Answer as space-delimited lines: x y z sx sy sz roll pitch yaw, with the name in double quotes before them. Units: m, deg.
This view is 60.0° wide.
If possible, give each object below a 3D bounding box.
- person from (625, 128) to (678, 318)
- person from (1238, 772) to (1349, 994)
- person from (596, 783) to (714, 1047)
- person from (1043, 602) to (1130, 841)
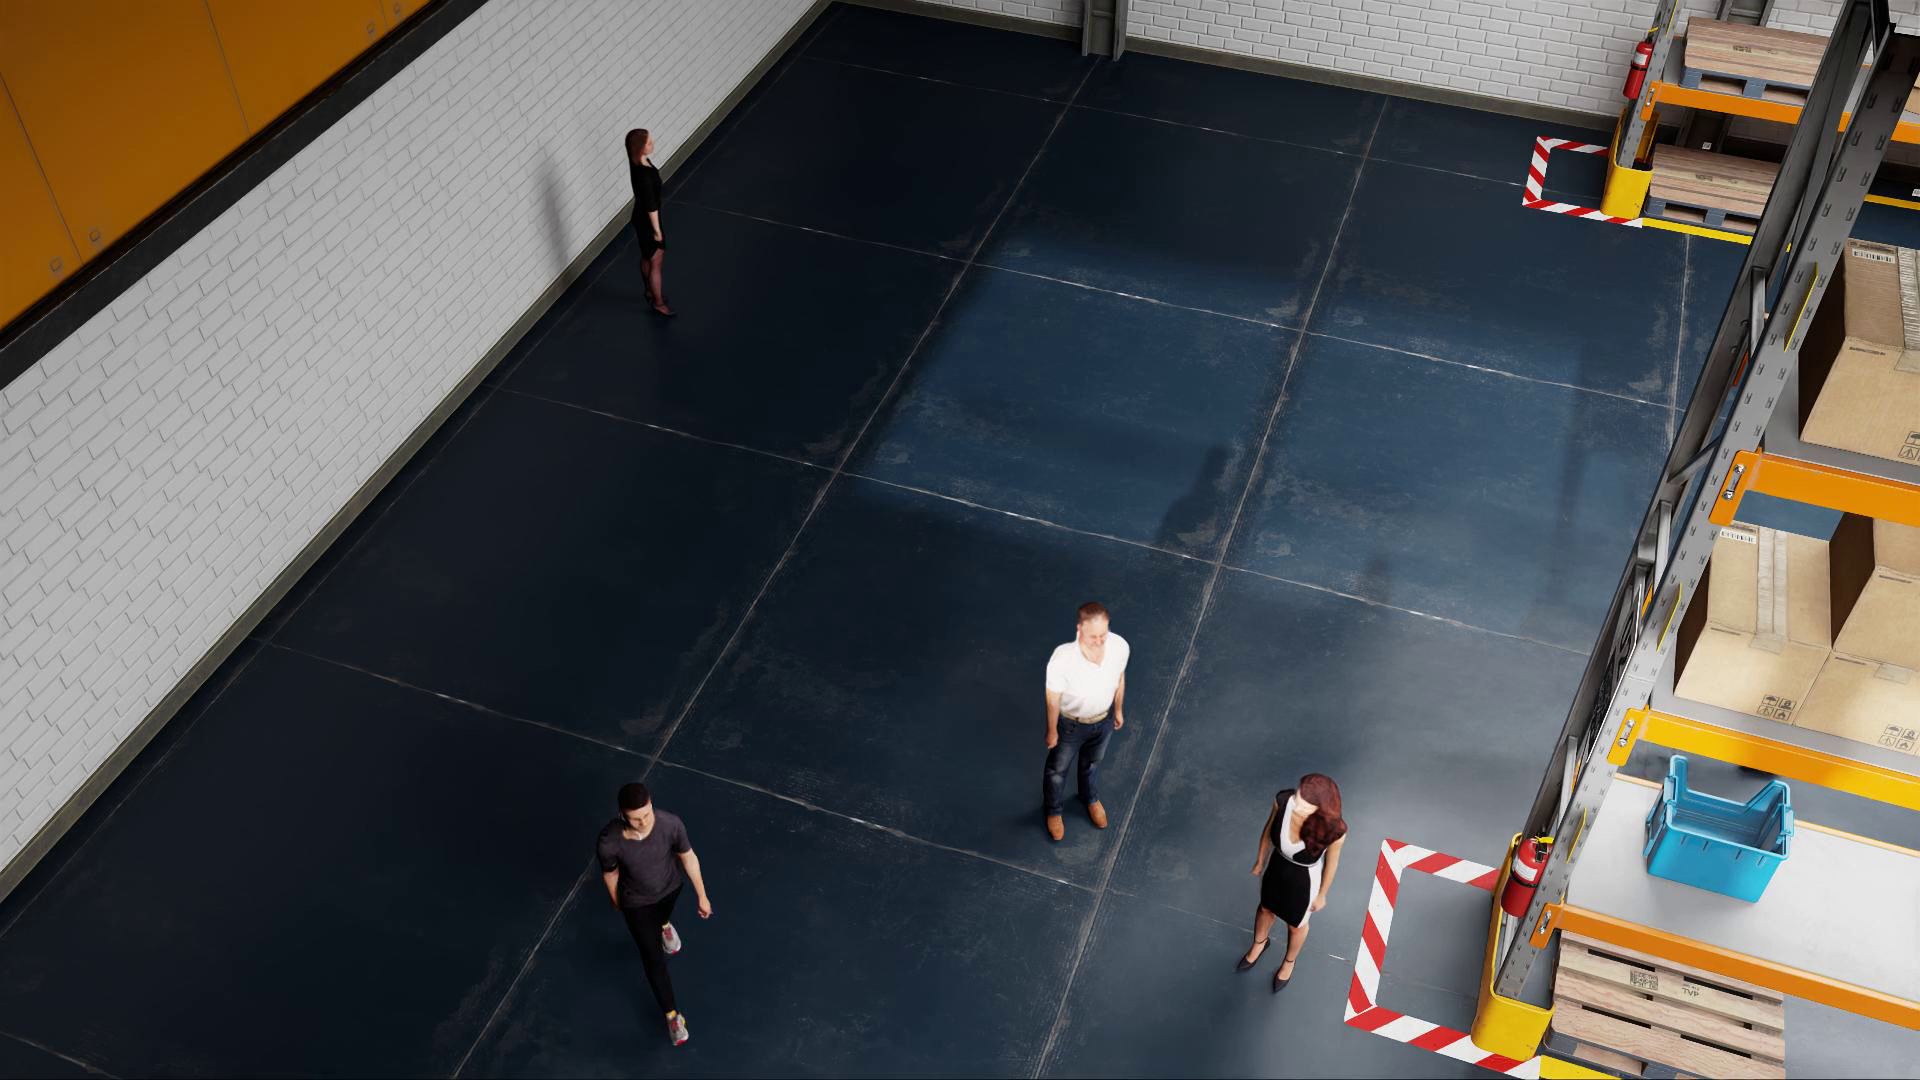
"person" -2.571 -2.621 13.728 0.701 1.705 0.656 -15 46 -15
"person" 1.795 1.827 8.992 0.540 1.796 0.701 30 51 27
"person" -1.685 1.835 9.045 1.138 1.712 1.207 -18 47 -18
"person" 0.721 1.018 9.799 0.727 1.856 0.812 -13 45 -13
